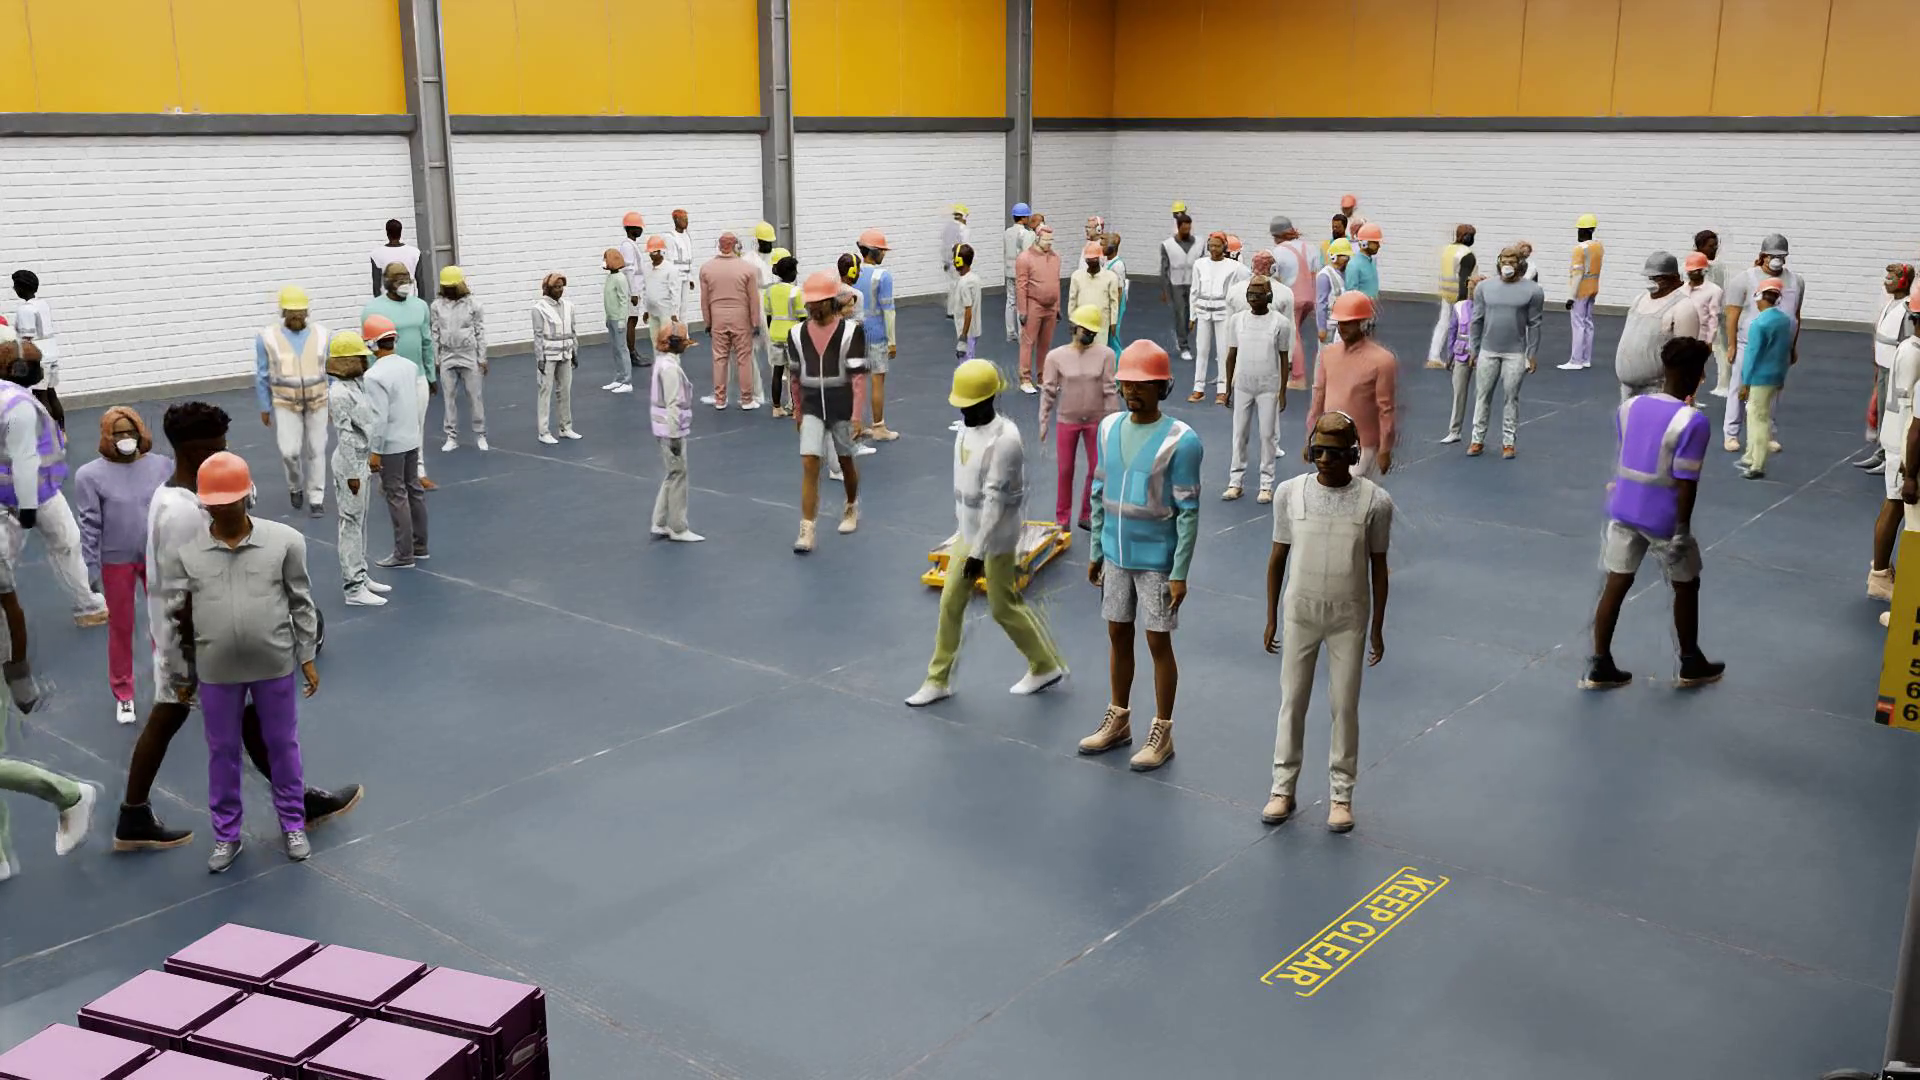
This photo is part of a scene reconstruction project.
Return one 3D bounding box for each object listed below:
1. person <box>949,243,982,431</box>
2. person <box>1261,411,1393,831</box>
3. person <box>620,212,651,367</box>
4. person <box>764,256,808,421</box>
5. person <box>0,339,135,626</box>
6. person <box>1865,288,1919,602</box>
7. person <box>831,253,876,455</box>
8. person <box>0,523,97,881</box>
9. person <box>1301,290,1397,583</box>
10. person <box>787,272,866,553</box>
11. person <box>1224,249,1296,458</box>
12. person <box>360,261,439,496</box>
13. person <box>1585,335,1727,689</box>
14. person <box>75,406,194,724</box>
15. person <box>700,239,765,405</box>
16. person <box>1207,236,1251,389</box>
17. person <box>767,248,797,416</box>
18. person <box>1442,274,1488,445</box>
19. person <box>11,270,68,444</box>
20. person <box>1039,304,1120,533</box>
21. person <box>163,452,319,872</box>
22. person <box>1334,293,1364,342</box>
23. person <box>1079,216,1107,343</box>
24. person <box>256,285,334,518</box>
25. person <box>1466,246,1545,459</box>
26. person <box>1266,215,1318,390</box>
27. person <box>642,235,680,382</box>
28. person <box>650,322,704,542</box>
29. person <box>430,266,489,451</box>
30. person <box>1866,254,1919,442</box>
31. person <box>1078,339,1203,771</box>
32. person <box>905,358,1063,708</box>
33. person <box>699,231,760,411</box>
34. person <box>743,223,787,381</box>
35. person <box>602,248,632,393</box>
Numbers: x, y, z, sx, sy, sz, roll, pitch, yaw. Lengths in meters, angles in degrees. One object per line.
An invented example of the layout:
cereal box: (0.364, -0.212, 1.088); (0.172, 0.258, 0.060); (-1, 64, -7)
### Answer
person: (0.053, -2.017, 16.594); (0.311, 1.862, 0.532); (2, 14, 10)
person: (1.573, 0.351, 7.166); (0.513, 1.844, 0.328); (5, 15, 19)
person: (-4.114, -3.169, 21.043); (0.361, 1.939, 0.543); (-2, 14, -9)
person: (-1.776, -2.075, 17.167); (0.536, 1.694, 0.318); (8, 16, 30)
person: (-5.574, -0.295, 9.864); (0.618, 1.798, 0.967); (13, 19, 41)
person: (6.090, -0.616, 10.630); (0.378, 2.044, 0.607); (8, 16, 29)
person: (-1.032, -1.712, 15.376); (0.536, 1.863, 0.314); (12, 19, 41)
person: (-3.889, 0.488, 6.606); (0.516, 1.856, 0.551); (7, 16, 27)
person: (2.544, -0.648, 10.906); (0.464, 1.974, 0.623); (-8, 16, -30)
person: (-0.965, -0.946, 12.065); (0.610, 1.993, 1.052); (2, 14, 10)
person: (2.744, -1.692, 15.206); (0.655, 1.906, 0.407); (6, 15, 22)
person: (-4.580, -1.322, 13.688); (0.399, 1.928, 0.634); (8, 16, 30)
person: (3.818, -0.140, 8.967); (0.897, 1.928, 0.634); (-7, 15, -25)
person: (-4.216, 0.117, 8.531); (0.507, 1.632, 0.265); (-12, 19, -41)
person: (-2.506, -2.378, 18.112); (0.798, 1.832, 0.526); (1, 14, 5)
person: (3.126, -2.636, 19.294); (0.328, 1.747, 0.574); (-7, 16, -25)
person: (-1.836, -2.178, 17.455); (0.338, 1.761, 0.525); (0, 14, 0)
person: (4.877, -1.706, 15.804); (0.520, 1.638, 0.314); (11, 18, 38)
person: (-8.684, -1.699, 15.686); (0.320, 1.687, 0.538); (-2, 14, -8)
person: (0.884, -0.862, 12.206); (0.593, 1.752, 0.422); (-2, 14, -8)
person: (-2.918, 0.495, 6.784); (0.573, 1.746, 0.345); (-5, 15, -19)
person: (3.167, -1.190, 13.626); (0.318, 1.698, 0.534); (2, 14, 8)
person: (1.653, -3.037, 20.586); (0.409, 1.908, 0.639); (-6, 15, -22)
person: (-5.095, -1.067, 12.889); (0.613, 1.815, 0.422); (-7, 16, -26)
person: (4.977, -1.714, 15.230); (0.627, 1.940, 0.376); (6, 15, 24)
person: (3.793, -2.781, 19.285); (0.702, 2.000, 0.765); (-12, 18, -40)
person: (-3.544, -2.709, 19.603); (0.568, 1.743, 0.350); (11, 18, 38)
person: (-2.099, -0.776, 12.118); (0.391, 1.628, 0.523); (-3, 14, -13)
person: (-4.670, -1.684, 15.555); (0.522, 1.739, 0.340); (-1, 14, -5)
person: (8.876, -1.799, 15.568); (0.633, 1.945, 0.999); (3, 14, 12)
person: (0.843, 0.072, 7.871); (0.607, 2.048, 0.367); (13, 19, 43)
person: (0.175, -0.037, 8.682); (0.836, 1.871, 0.586); (-9, 17, -32)
person: (-2.433, -2.331, 17.763); (0.645, 1.908, 0.408); (2, 14, 8)
person: (-2.396, -2.871, 19.976); (0.817, 1.885, 0.629); (13, 19, 42)
person: (-3.939, -2.510, 19.022); (0.275, 1.636, 0.507); (-8, 16, -30)
